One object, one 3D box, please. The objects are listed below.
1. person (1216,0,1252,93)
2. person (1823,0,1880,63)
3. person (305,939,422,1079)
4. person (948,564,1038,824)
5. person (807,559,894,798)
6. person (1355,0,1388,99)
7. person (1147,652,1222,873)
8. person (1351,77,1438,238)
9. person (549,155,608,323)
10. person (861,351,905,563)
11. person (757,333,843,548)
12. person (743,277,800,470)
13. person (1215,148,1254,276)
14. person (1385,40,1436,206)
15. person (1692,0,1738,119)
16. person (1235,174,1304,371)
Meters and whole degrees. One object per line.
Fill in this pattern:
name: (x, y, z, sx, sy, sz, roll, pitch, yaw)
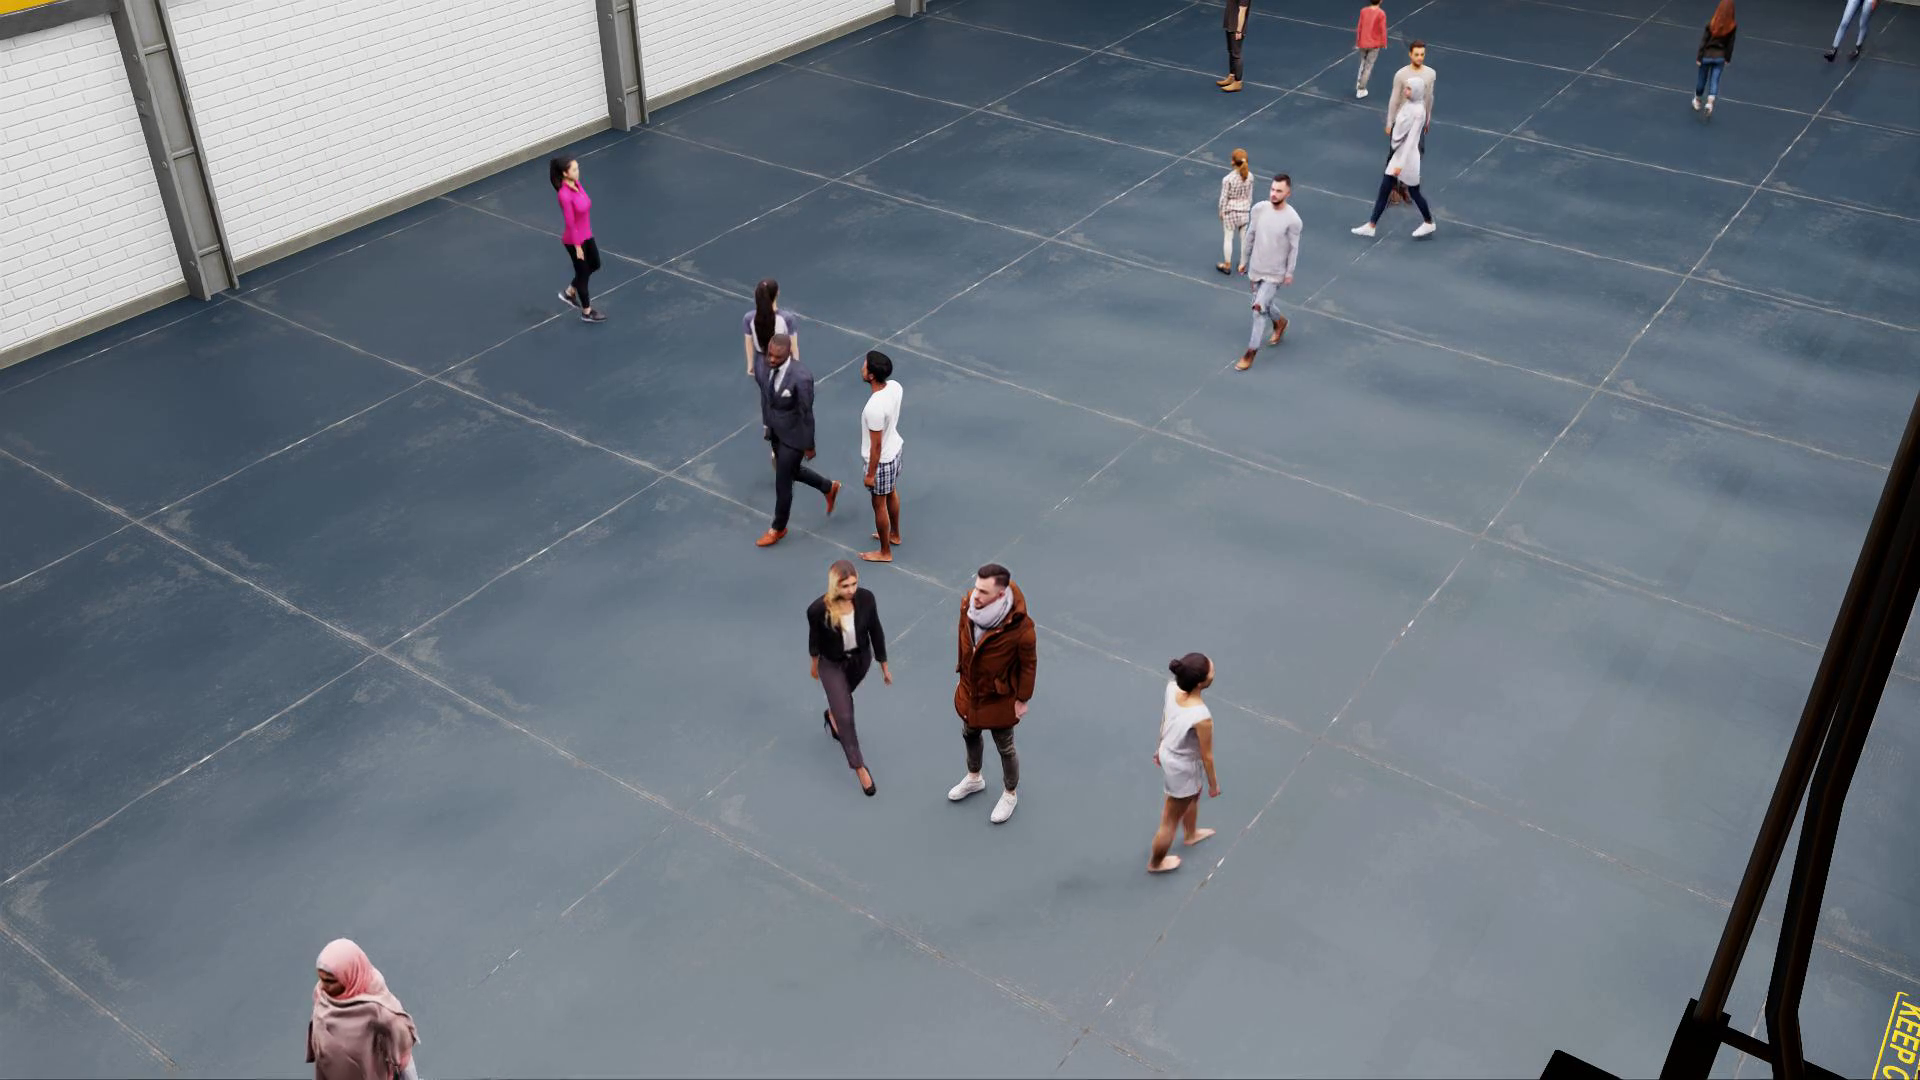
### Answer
person: (3.639, -6.783, 21.836, 0.752, 1.711, 0.675, -3, 34, -4)
person: (12.431, -7.406, 22.799, 1.147, 1.681, 0.745, -27, 42, -35)
person: (-2.703, 2.504, 7.792, 0.718, 1.789, 0.959, 15, 36, 21)
person: (0.192, 0.911, 10.146, 0.708, 1.837, 0.686, 23, 40, 31)
person: (-0.767, 0.769, 10.563, 1.090, 1.612, 0.995, -17, 37, -24)
person: (5.293, -6.437, 21.592, 0.565, 1.404, 0.632, 28, 43, 36)
person: (1.232, 1.334, 9.731, 0.885, 1.592, 0.795, -13, 36, -19)
person: (4.813, -3.998, 17.623, 1.187, 1.736, 1.122, -5, 34, -8)
person: (-3.751, -2.896, 16.003, 0.825, 1.693, 0.783, 3, 34, 4)
person: (-0.586, -0.639, 12.570, 0.743, 1.735, 0.569, 11, 35, 15)
person: (-1.247, -0.818, 12.793, 1.144, 1.786, 0.879, -24, 40, -31)
person: (-1.540, -1.347, 13.737, 0.864, 1.622, 1.053, 4, 34, 7)
person: (2.849, -3.380, 17.085, 0.585, 1.302, 0.666, -10, 35, -15)
person: (4.965, -4.674, 18.533, 0.791, 1.854, 0.833, -3, 34, -5)
person: (9.524, -6.077, 20.998, 0.773, 1.463, 1.008, 8, 35, 12)
person: (2.862, -2.519, 15.326, 1.166, 1.815, 0.825, -29, 43, -36)
